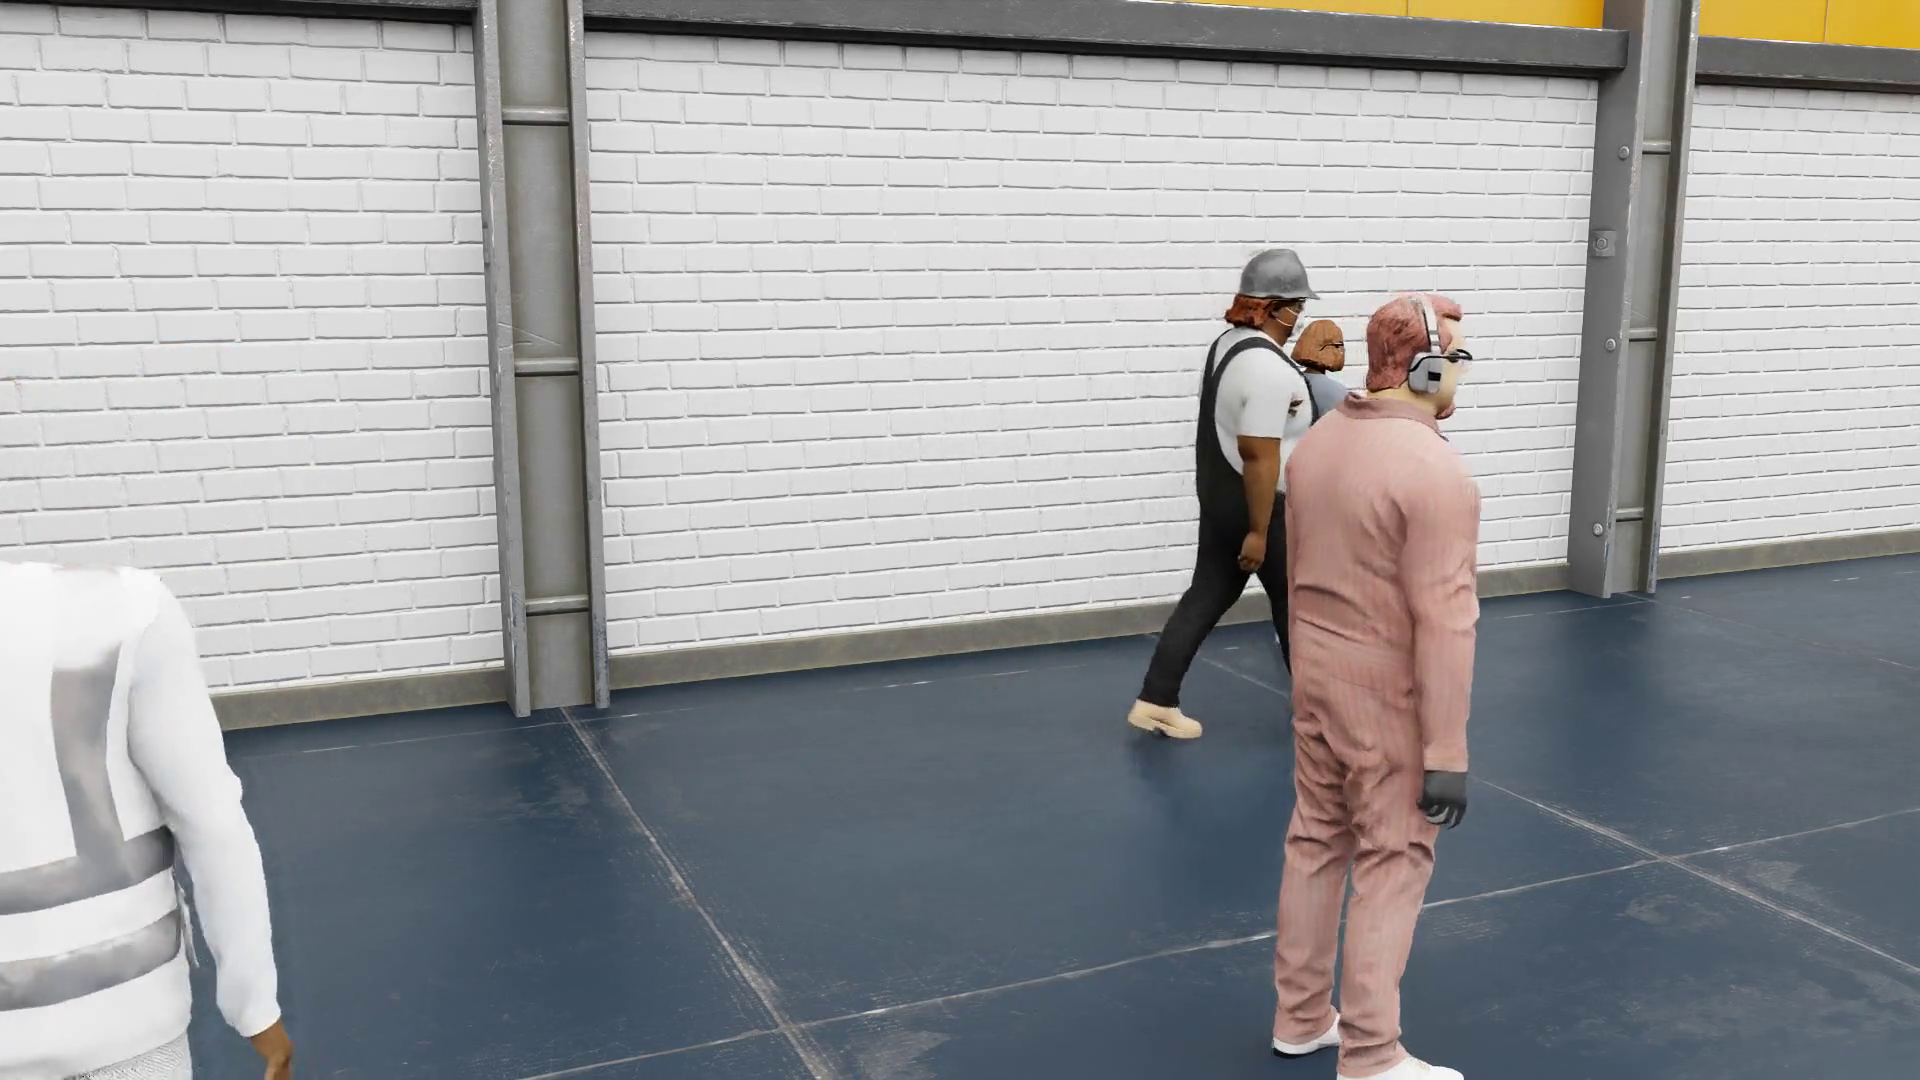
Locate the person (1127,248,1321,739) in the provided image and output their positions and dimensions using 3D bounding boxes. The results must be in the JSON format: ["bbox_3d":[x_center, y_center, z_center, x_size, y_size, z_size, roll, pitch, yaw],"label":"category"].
[{"bbox_3d":[1.160,-0.179,6.590,1.009,2.000,0.687,-2,11,-12],"label":"person"}]

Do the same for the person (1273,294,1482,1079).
[{"bbox_3d":[1.001,0.376,3.961,0.430,1.895,0.662,-4,11,-20],"label":"person"}]

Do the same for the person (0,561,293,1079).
[{"bbox_3d":[-1.245,0.695,2.321,0.709,1.855,0.349,-2,11,-13],"label":"person"}]

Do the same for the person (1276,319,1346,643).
[{"bbox_3d":[1.745,-0.264,8.181,0.279,1.633,0.500,-4,11,-23],"label":"person"}]
